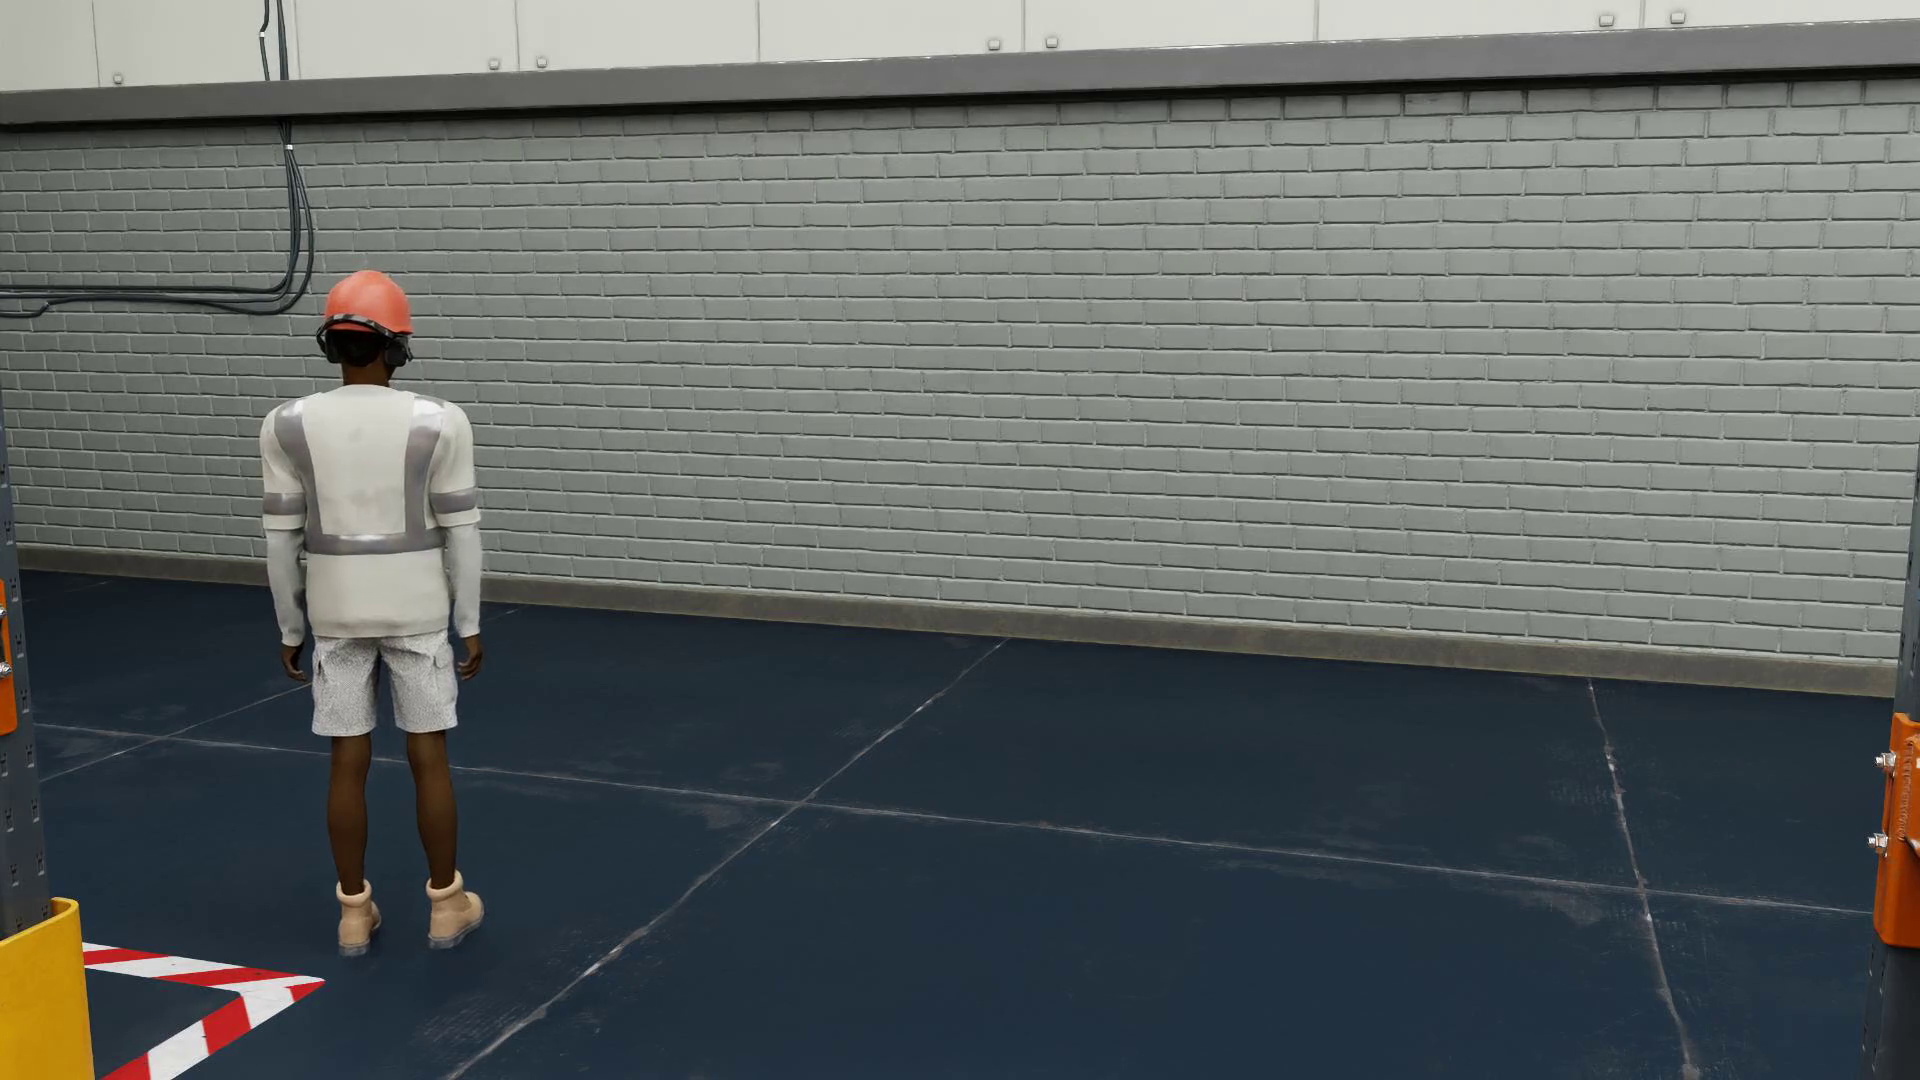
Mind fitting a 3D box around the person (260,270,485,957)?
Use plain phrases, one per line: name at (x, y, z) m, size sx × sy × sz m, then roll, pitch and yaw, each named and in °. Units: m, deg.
person at (-1.737, 0.225, 4.993) m, size 0.610 × 2.042 × 0.396 m, roll -1°, pitch 10°, yaw -7°
